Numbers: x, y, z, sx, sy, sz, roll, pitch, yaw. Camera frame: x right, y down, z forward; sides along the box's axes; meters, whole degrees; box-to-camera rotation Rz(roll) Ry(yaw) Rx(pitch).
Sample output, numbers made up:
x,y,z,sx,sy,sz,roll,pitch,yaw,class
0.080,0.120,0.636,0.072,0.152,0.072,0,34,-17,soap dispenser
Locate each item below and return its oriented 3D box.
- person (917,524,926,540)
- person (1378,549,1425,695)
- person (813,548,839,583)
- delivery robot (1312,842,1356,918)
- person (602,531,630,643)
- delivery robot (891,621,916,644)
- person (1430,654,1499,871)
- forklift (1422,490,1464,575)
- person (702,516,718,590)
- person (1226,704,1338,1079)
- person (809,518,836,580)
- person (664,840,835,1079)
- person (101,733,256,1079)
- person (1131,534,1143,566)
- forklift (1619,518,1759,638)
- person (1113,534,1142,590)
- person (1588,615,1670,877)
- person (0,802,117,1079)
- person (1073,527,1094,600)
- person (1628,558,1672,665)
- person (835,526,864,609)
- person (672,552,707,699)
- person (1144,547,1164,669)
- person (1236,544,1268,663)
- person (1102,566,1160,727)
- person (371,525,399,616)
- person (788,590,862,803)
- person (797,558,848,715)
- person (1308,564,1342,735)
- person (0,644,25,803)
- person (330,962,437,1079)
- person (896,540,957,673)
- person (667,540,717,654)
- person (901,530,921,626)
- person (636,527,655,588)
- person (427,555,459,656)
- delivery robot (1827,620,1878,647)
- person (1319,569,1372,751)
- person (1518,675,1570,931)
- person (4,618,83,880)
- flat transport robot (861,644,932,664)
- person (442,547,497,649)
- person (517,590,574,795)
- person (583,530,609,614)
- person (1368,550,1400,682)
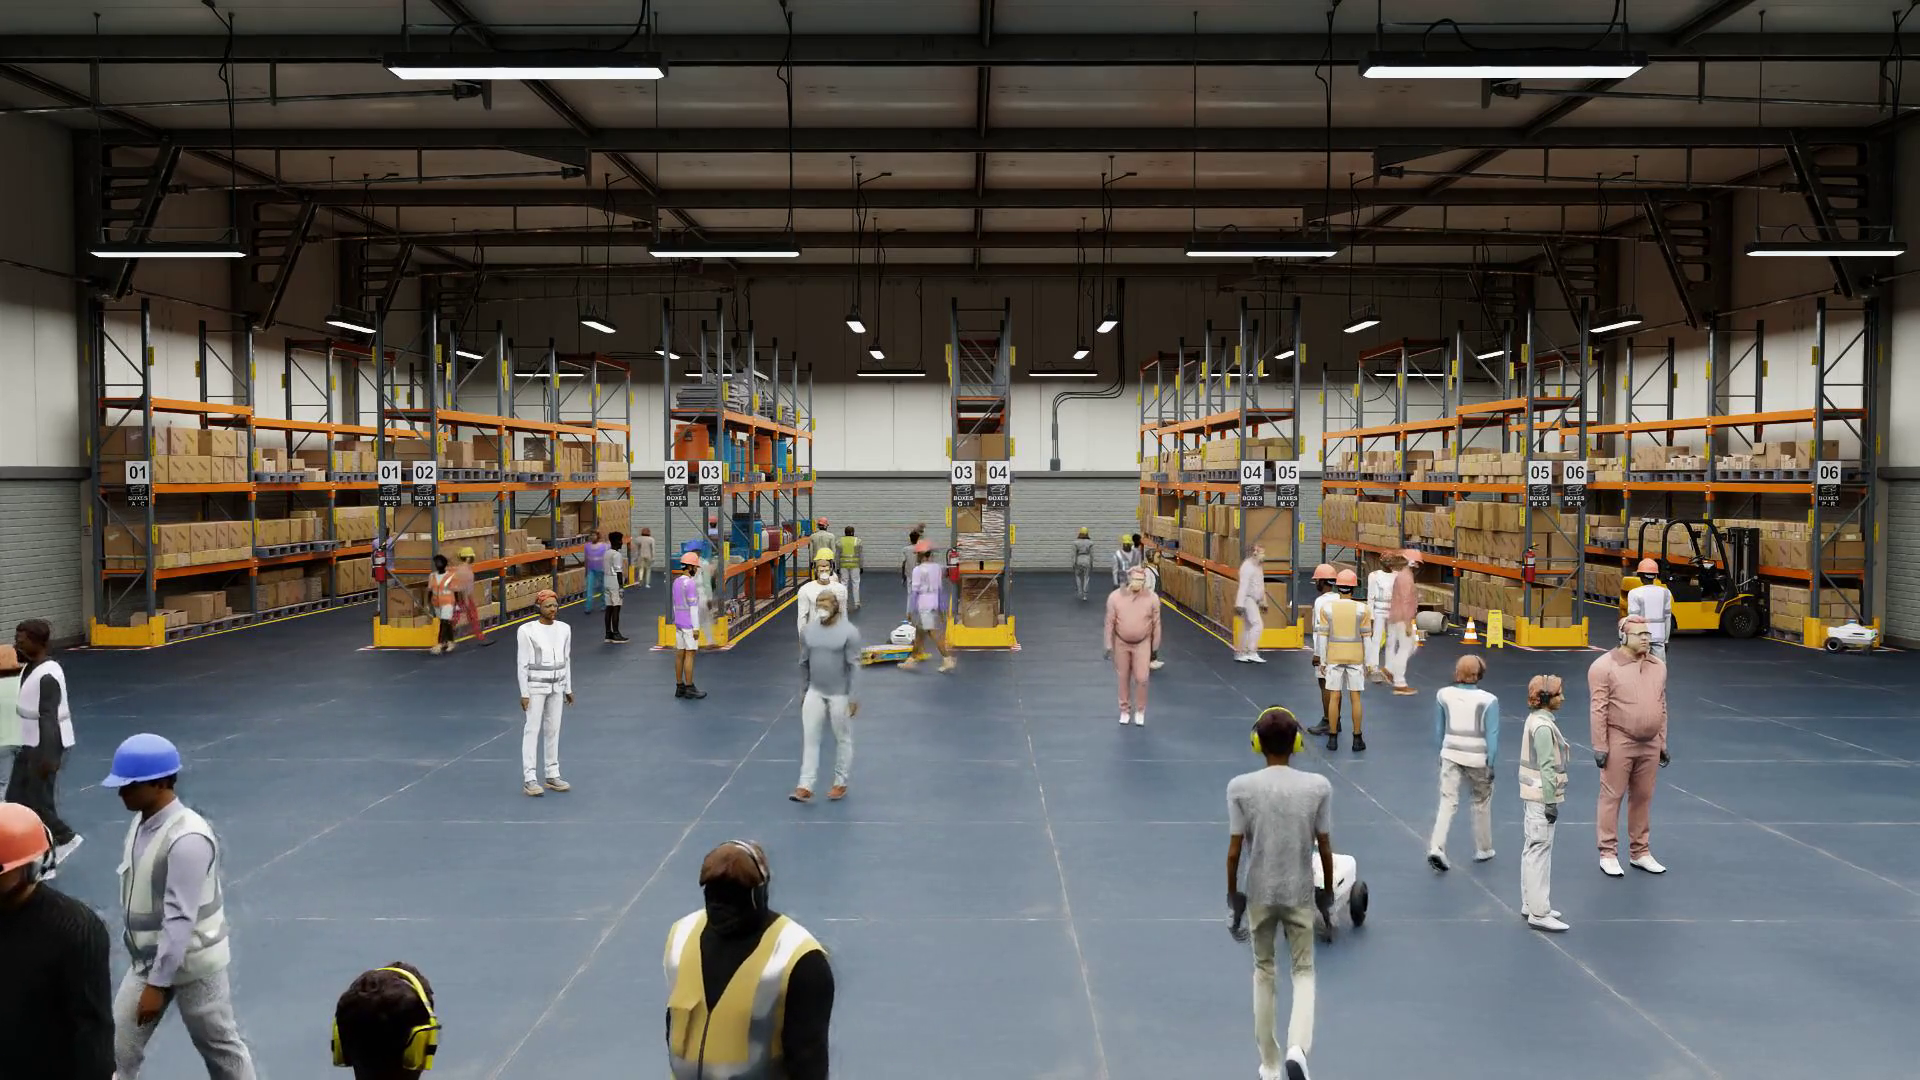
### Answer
x,y,z,sx,sy,sz,roll,pitch,yaw,class
-1.089,0.330,45.640,0.864,1.584,0.508,1,2,16,person
6.011,1.094,21.813,0.536,1.957,0.718,0,2,9,person
-1.886,1.071,22.819,0.369,1.928,0.585,0,2,-12,person
2.339,2.210,10.497,0.477,0.478,0.707,1,3,26,delivery robot
-6.097,0.825,28.518,0.368,1.966,0.600,-2,3,-37,person
-0.893,1.573,26.583,0.477,0.478,0.707,0,2,12,delivery robot
3.783,1.657,12.132,0.509,1.600,0.837,2,3,39,person
13.926,-0.371,47.846,1.873,2.768,1.129,0,2,0,forklift
-6.394,0.331,41.832,0.553,1.898,0.983,0,2,0,person
1.518,1.711,7.631,0.530,1.855,0.610,0,2,9,person
-3.125,0.485,36.836,0.608,1.988,0.392,0,2,9,person
-0.708,1.844,5.092,0.654,1.787,0.977,1,3,25,person
-3.310,1.735,6.580,0.611,1.885,1.003,2,3,39,person
3.884,0.684,35.883,0.358,1.659,0.689,1,2,15,person
13.417,0.684,29.791,2.313,2.155,1.214,0,2,0,forklift
3.252,0.780,31.478,0.607,1.818,0.611,-1,2,-19,person
4.982,1.511,11.963,0.641,1.913,0.407,-1,2,-16,person
-3.029,1.775,5.363,0.649,1.916,1.068,1,2,13,person
2.930,0.556,38.418,0.508,1.711,0.769,0,2,2,person
8.360,1.193,19.635,0.542,1.938,0.358,0,2,-5,person
-2.432,0.607,35.678,0.620,1.838,0.430,0,2,4,person
-3.595,1.126,21.418,0.366,1.931,0.542,-2,3,-37,person
2.950,1.037,24.711,0.345,1.847,0.507,1,2,17,person
4.604,1.001,25.240,0.693,1.876,0.723,1,3,27,person
2.009,1.250,18.969,0.668,1.871,0.767,0,2,8,person
-11.986,0.635,33.721,0.633,1.933,0.353,0,2,7,person
-1.227,1.412,14.452,0.655,1.906,0.900,1,2,20,person
-1.665,1.190,19.679,0.638,1.938,0.356,-1,2,-21,person
4.166,1.240,18.442,0.365,1.935,0.552,2,3,38,person
-7.464,1.622,12.702,0.538,1.610,0.525,-2,3,-38,person
-1.255,1.868,3.560,0.520,1.865,0.327,0,2,0,person
-0.480,0.994,24.145,1.061,1.993,0.620,1,3,31,person
-4.396,0.942,26.539,1.036,1.886,0.632,-2,3,-43,person
-0.898,0.746,31.721,0.515,1.872,0.333,0,2,5,person
-8.212,0.456,42.129,0.514,1.615,0.461,0,2,-1,person
-8.525,1.060,26.615,0.533,1.644,0.904,1,2,16,person
14.796,1.566,26.762,0.707,0.478,0.477,2,3,41,delivery robot
4.145,1.283,17.363,0.551,1.937,0.357,1,2,16,person
3.819,1.700,10.576,0.307,1.641,0.514,0,2,12,person
-6.706,1.519,11.752,0.440,1.908,0.613,-2,3,-42,person
-1.197,1.799,25.567,1.431,0.197,0.652,-2,3,-40,flat transport robot
-8.387,0.988,27.455,0.914,1.724,0.540,0,2,2,person
-3.854,1.403,15.027,0.358,1.883,0.572,2,3,41,person
-7.793,0.668,34.625,0.583,1.801,0.960,0,2,7,person
6.089,1.085,23.050,0.574,1.882,0.358,-1,2,-15,person
